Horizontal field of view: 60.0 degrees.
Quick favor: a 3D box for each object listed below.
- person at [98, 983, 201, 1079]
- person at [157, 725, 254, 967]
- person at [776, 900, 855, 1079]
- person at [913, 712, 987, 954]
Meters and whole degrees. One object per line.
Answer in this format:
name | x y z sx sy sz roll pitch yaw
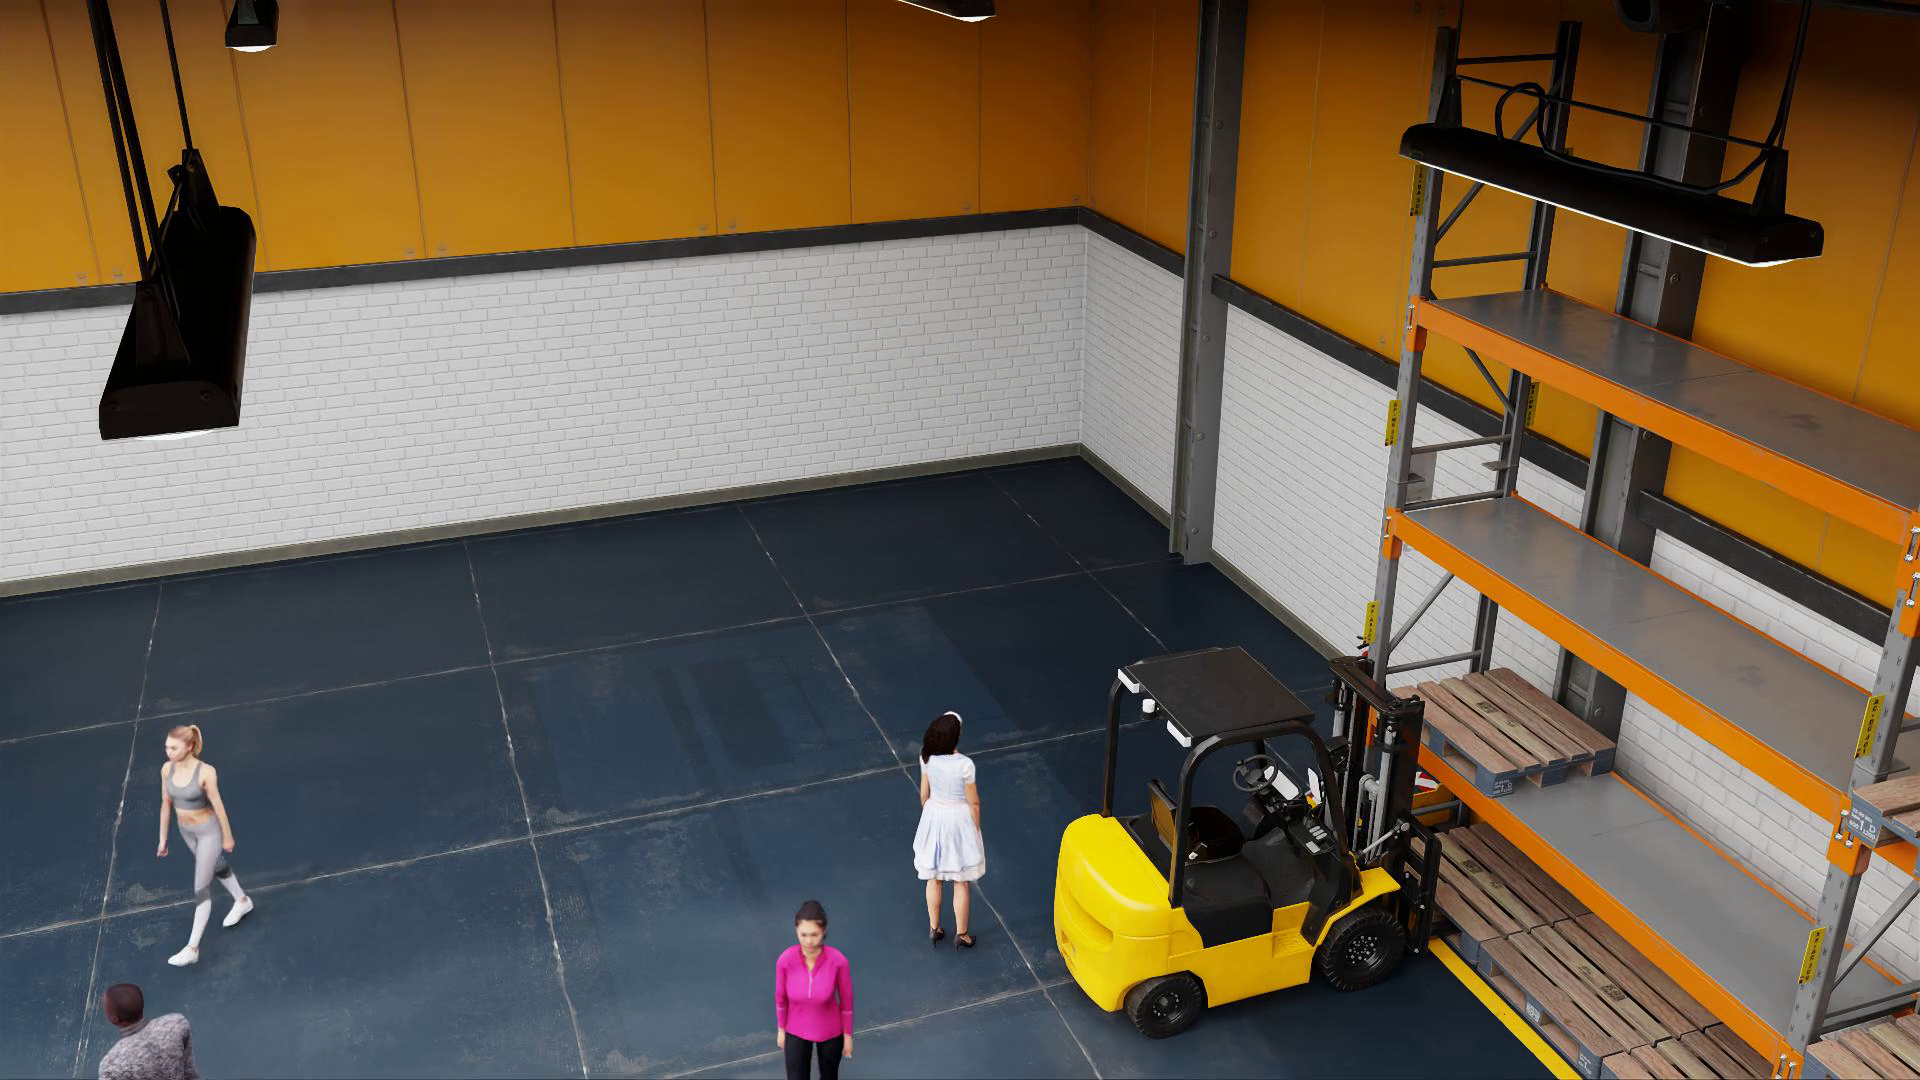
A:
person | -4.078 3.103 8.631 1.192 1.807 1.143 10 25 21
person | -5.124 1.984 11.373 1.009 1.661 1.145 8 25 17
person | -0.829 2.762 9.562 0.727 1.686 0.882 -2 24 -4
person | -0.070 1.972 11.206 0.859 1.818 0.918 10 26 22
